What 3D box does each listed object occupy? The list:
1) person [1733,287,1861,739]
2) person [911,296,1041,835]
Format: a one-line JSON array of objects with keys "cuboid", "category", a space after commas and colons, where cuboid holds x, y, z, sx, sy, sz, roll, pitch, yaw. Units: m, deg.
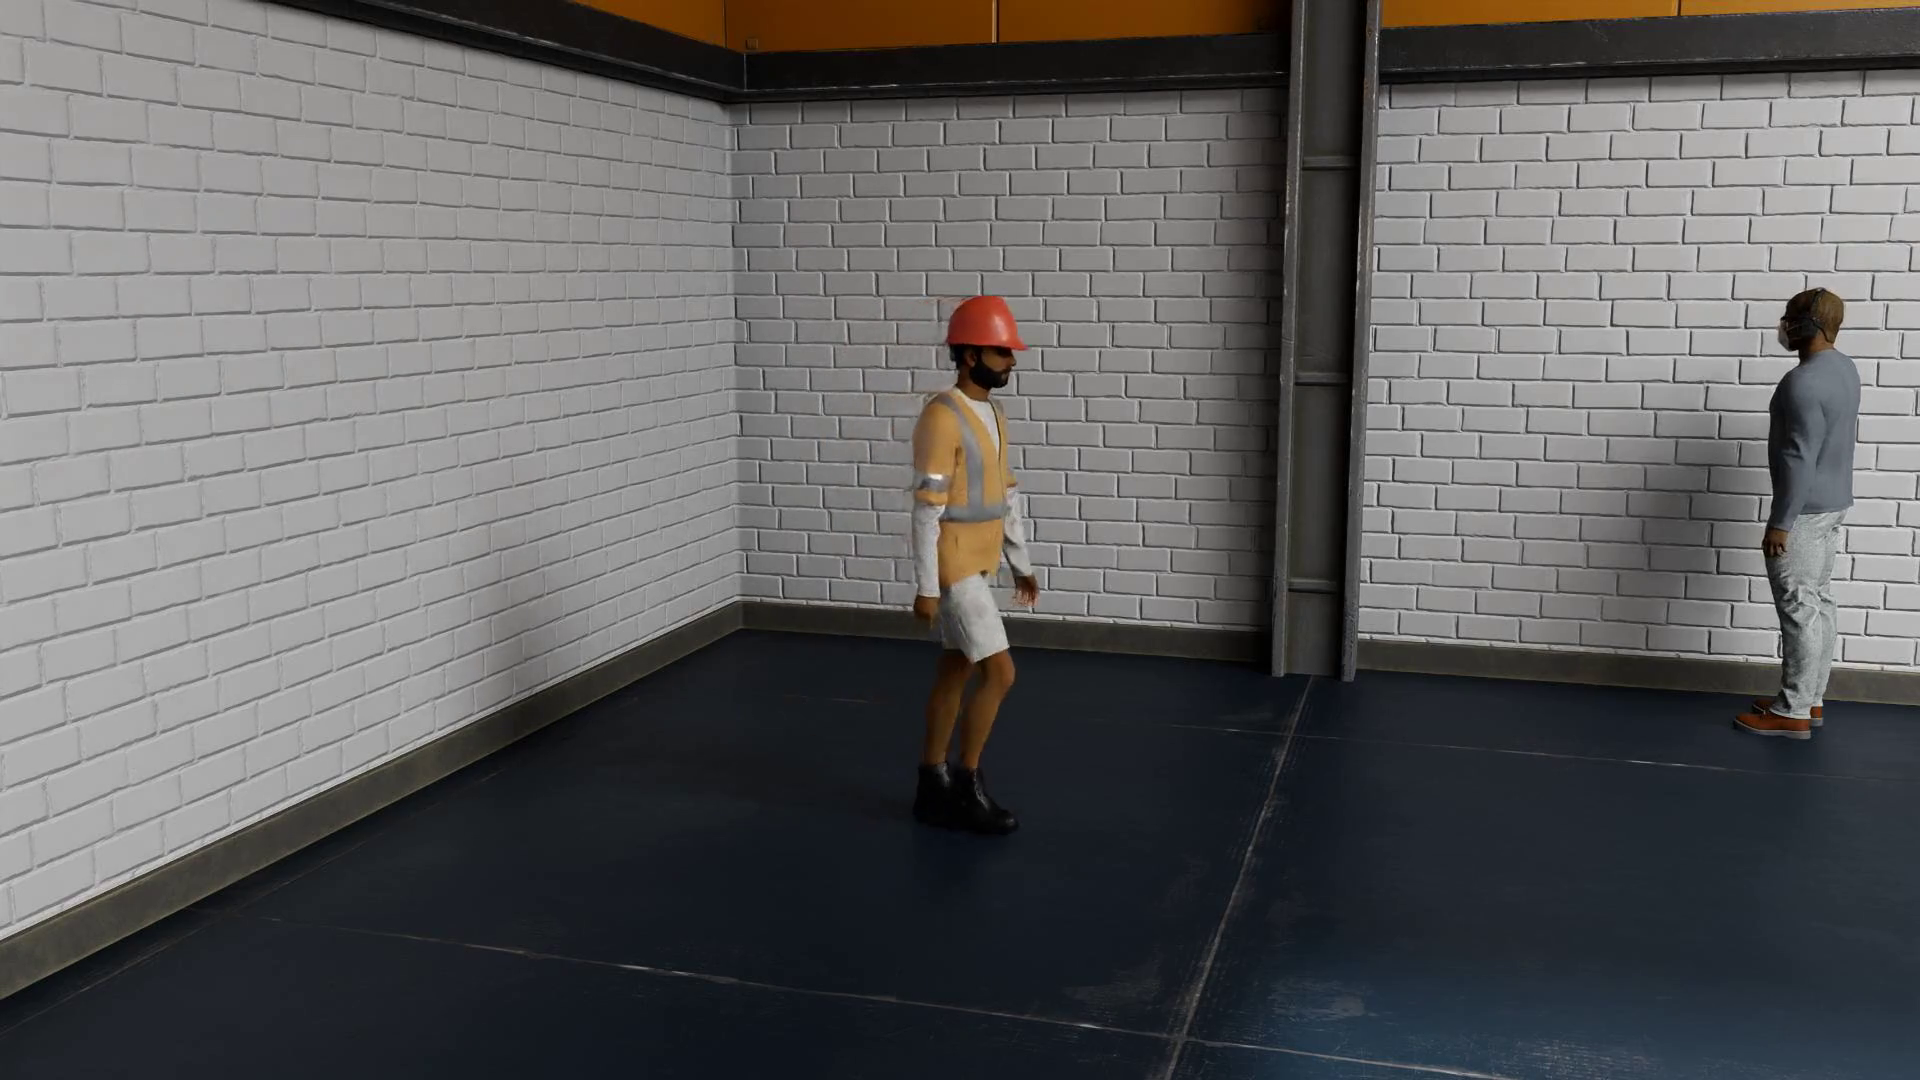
[{"cuboid": [3.635, -0.114, 7.182, 0.371, 1.940, 0.630, 8, 12, 40], "category": "person"}, {"cuboid": [0.072, 0.097, 5.951, 0.602, 1.916, 0.555, 3, 10, 18], "category": "person"}]
